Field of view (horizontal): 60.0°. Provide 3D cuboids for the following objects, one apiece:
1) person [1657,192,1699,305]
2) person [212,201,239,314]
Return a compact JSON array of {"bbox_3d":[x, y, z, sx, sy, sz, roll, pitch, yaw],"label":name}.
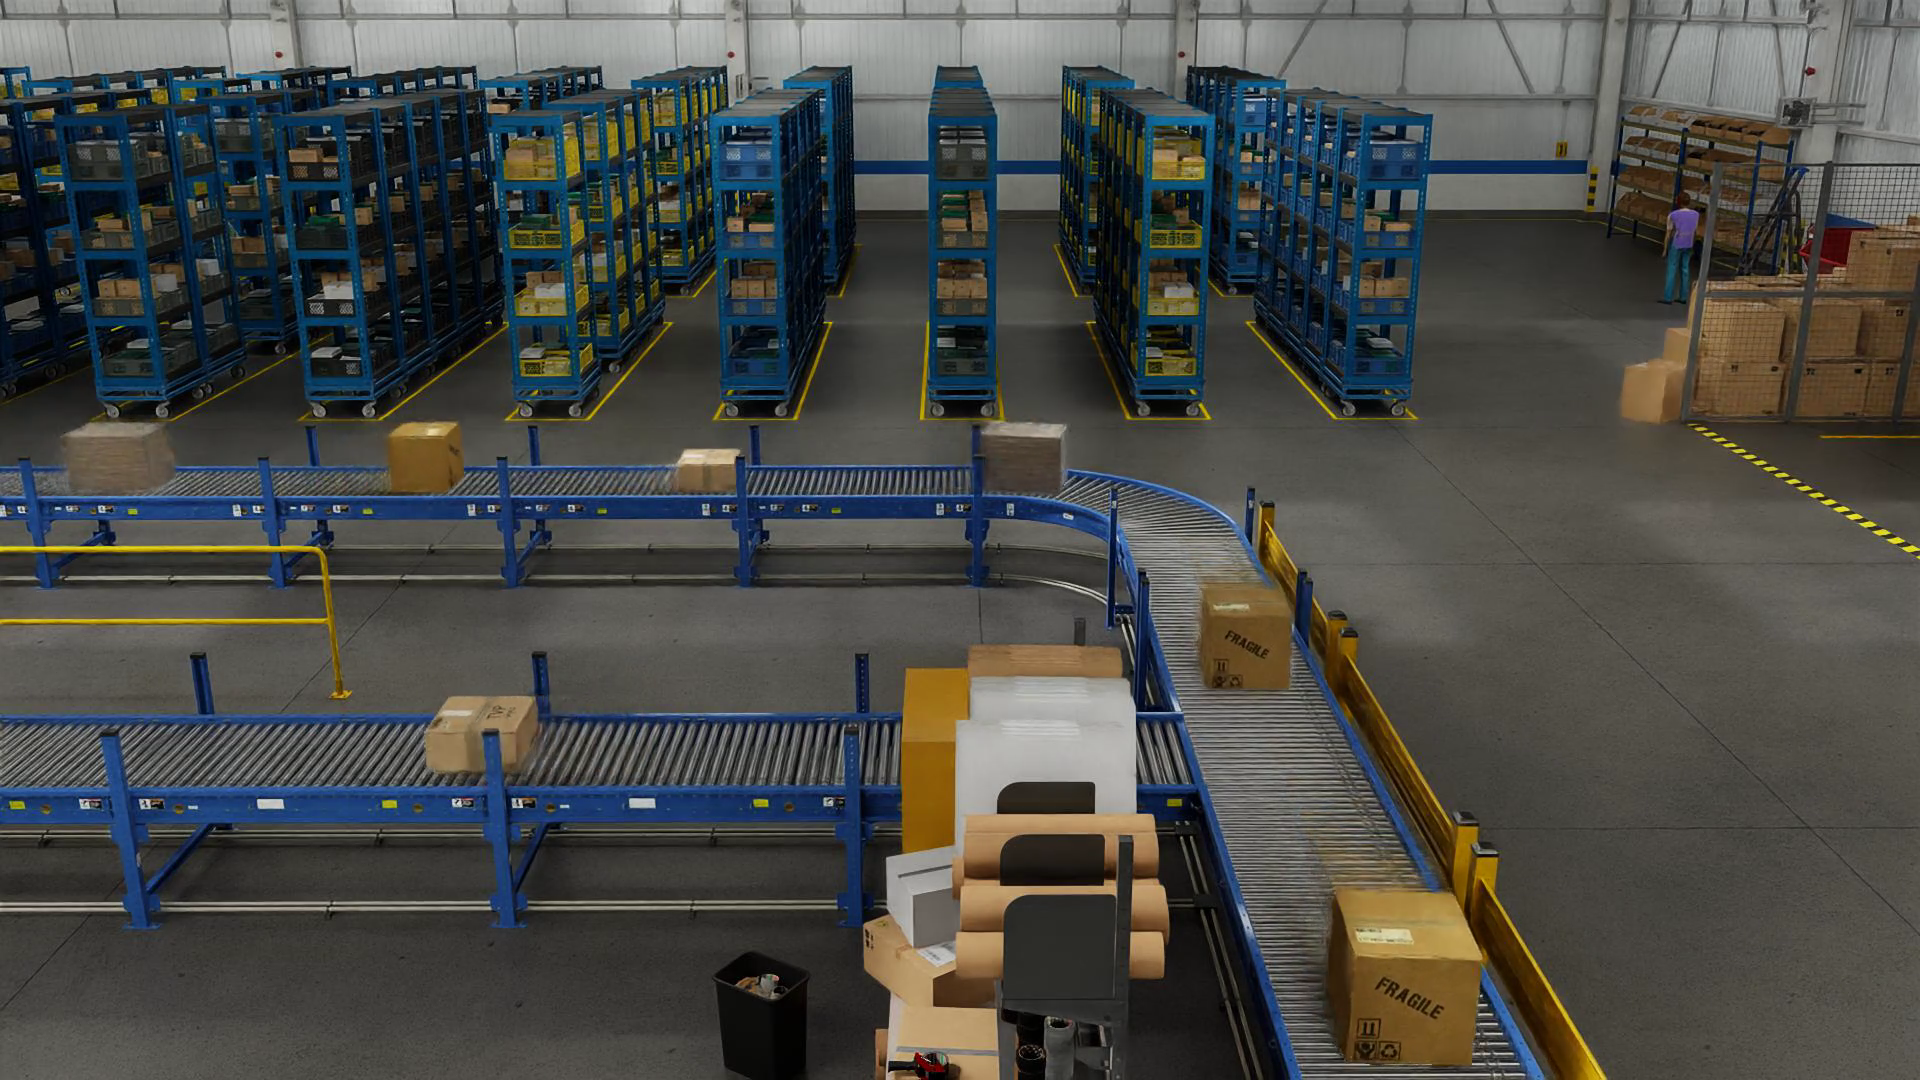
[{"bbox_3d":[11.903,-4.812,27.498,0.561,1.836,0.392,-5,19,-14],"label":"person"},{"bbox_3d":[-11.741,-4.557,26.702,0.404,1.837,0.592,-13,22,-35],"label":"person"}]
